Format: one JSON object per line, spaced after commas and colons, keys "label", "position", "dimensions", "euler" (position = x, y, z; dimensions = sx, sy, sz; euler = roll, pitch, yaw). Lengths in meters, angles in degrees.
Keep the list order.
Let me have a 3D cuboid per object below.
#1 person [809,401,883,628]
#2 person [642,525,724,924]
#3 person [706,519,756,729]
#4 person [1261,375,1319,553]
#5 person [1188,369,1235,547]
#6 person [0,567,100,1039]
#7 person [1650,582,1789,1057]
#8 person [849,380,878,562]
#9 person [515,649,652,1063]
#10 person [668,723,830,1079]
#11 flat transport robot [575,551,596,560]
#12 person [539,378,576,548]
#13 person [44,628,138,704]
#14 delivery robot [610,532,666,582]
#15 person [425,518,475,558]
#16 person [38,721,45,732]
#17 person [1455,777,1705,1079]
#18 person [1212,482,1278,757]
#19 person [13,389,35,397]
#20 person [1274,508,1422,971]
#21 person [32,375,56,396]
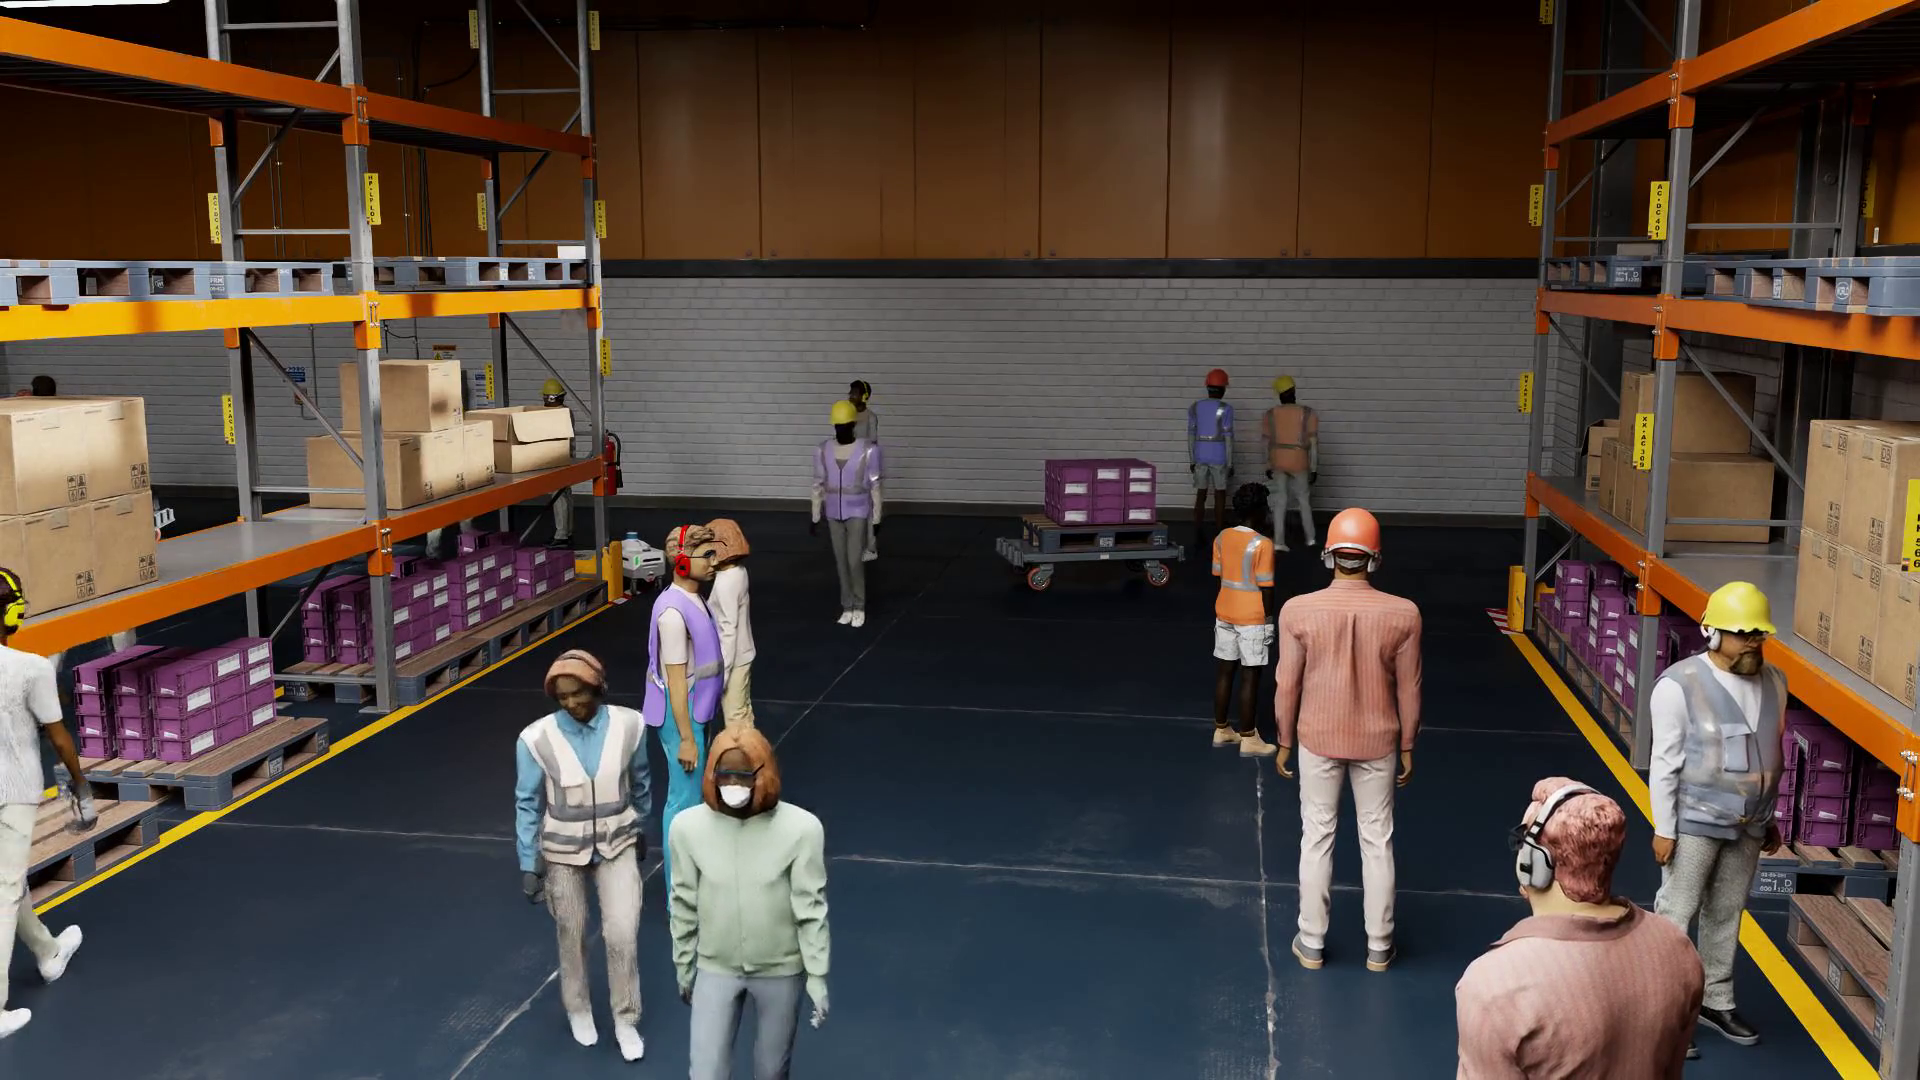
{"label": "person", "position": [-0.967, -0.211, 13.953], "dimensions": [0.588, 1.907, 0.587], "euler": [3, 10, 19]}
{"label": "person", "position": [-1.260, 0.842, 7.651], "dimensions": [0.390, 1.847, 0.563], "euler": [-1, 9, -4]}
{"label": "person", "position": [-1.278, 0.691, 9.234], "dimensions": [0.282, 1.633, 0.501], "euler": [0, 9, 1]}
{"label": "person", "position": [3.529, -0.803, 17.671], "dimensions": [0.618, 1.883, 0.731], "euler": [4, 10, 22]}
{"label": "person", "position": [2.731, -0.879, 18.024], "dimensions": [0.574, 1.929, 0.385], "euler": [7, 12, 38]}
{"label": "person", "position": [-3.751, 1.009, 6.670], "dimensions": [0.566, 1.826, 0.919], "euler": [1, 9, 5]}
{"label": "person", "position": [2.912, 1.056, 6.371], "dimensions": [0.593, 1.832, 0.403], "euler": [-3, 10, -18]}
{"label": "person", "position": [-1.033, -0.713, 17.157], "dimensions": [0.328, 1.876, 0.513], "euler": [-6, 11, -33]}
{"label": "person", "position": [-1.409, 1.181, 6.274], "dimensions": [0.532, 1.608, 0.614], "euler": [-4, 10, -22]}
{"label": "person", "position": [-0.648, 1.367, 5.109], "dimensions": [0.513, 1.616, 0.524], "euler": [0, 9, 0]}
{"label": "flat transport robot", "position": [-3.665, 0.246, 16.171], "dimensions": [1.431, 0.197, 0.652], "euler": [-2, 9, -10]}
{"label": "person", "position": [-4.373, -0.835, 18.038], "dimensions": [0.403, 1.833, 0.591], "euler": [0, 9, 1]}
{"label": "person", "position": [-6.083, 0.233, 11.558], "dimensions": [0.625, 1.809, 0.932], "euler": [3, 10, 18]}
{"label": "delivery robot", "position": [-3.047, 0.168, 15.493], "dimensions": [0.477, 0.478, 0.707], "euler": [-8, 12, -40]}
{"label": "person", "position": [-5.143, -0.539, 16.613], "dimensions": [0.500, 1.692, 0.783], "euler": [5, 10, 28]}
{"label": "person", "position": [-6.097, 0.326, 10.541], "dimensions": [0.344, 1.942, 0.548], "euler": [-2, 9, -10]}
{"label": "person", "position": [1.292, 1.457, 3.675], "dimensions": [0.641, 1.908, 0.407], "euler": [-5, 10, -28]}
{"label": "person", "position": [1.769, 0.486, 10.308], "dimensions": [0.318, 1.695, 0.540], "euler": [-5, 10, -28]}
{"label": "person", "position": [-8.583, -0.444, 15.397], "dimensions": [0.643, 1.910, 0.400], "euler": [-6, 11, -35]}
{"label": "person", "position": [1.651, 0.854, 7.118], "dimensions": [0.612, 1.995, 0.392], "euler": [2, 9, 11]}
{"label": "person", "position": [-10.130, -0.915, 18.522], "dimensions": [0.444, 1.844, 0.629], "euler": [0, 9, 0]}
